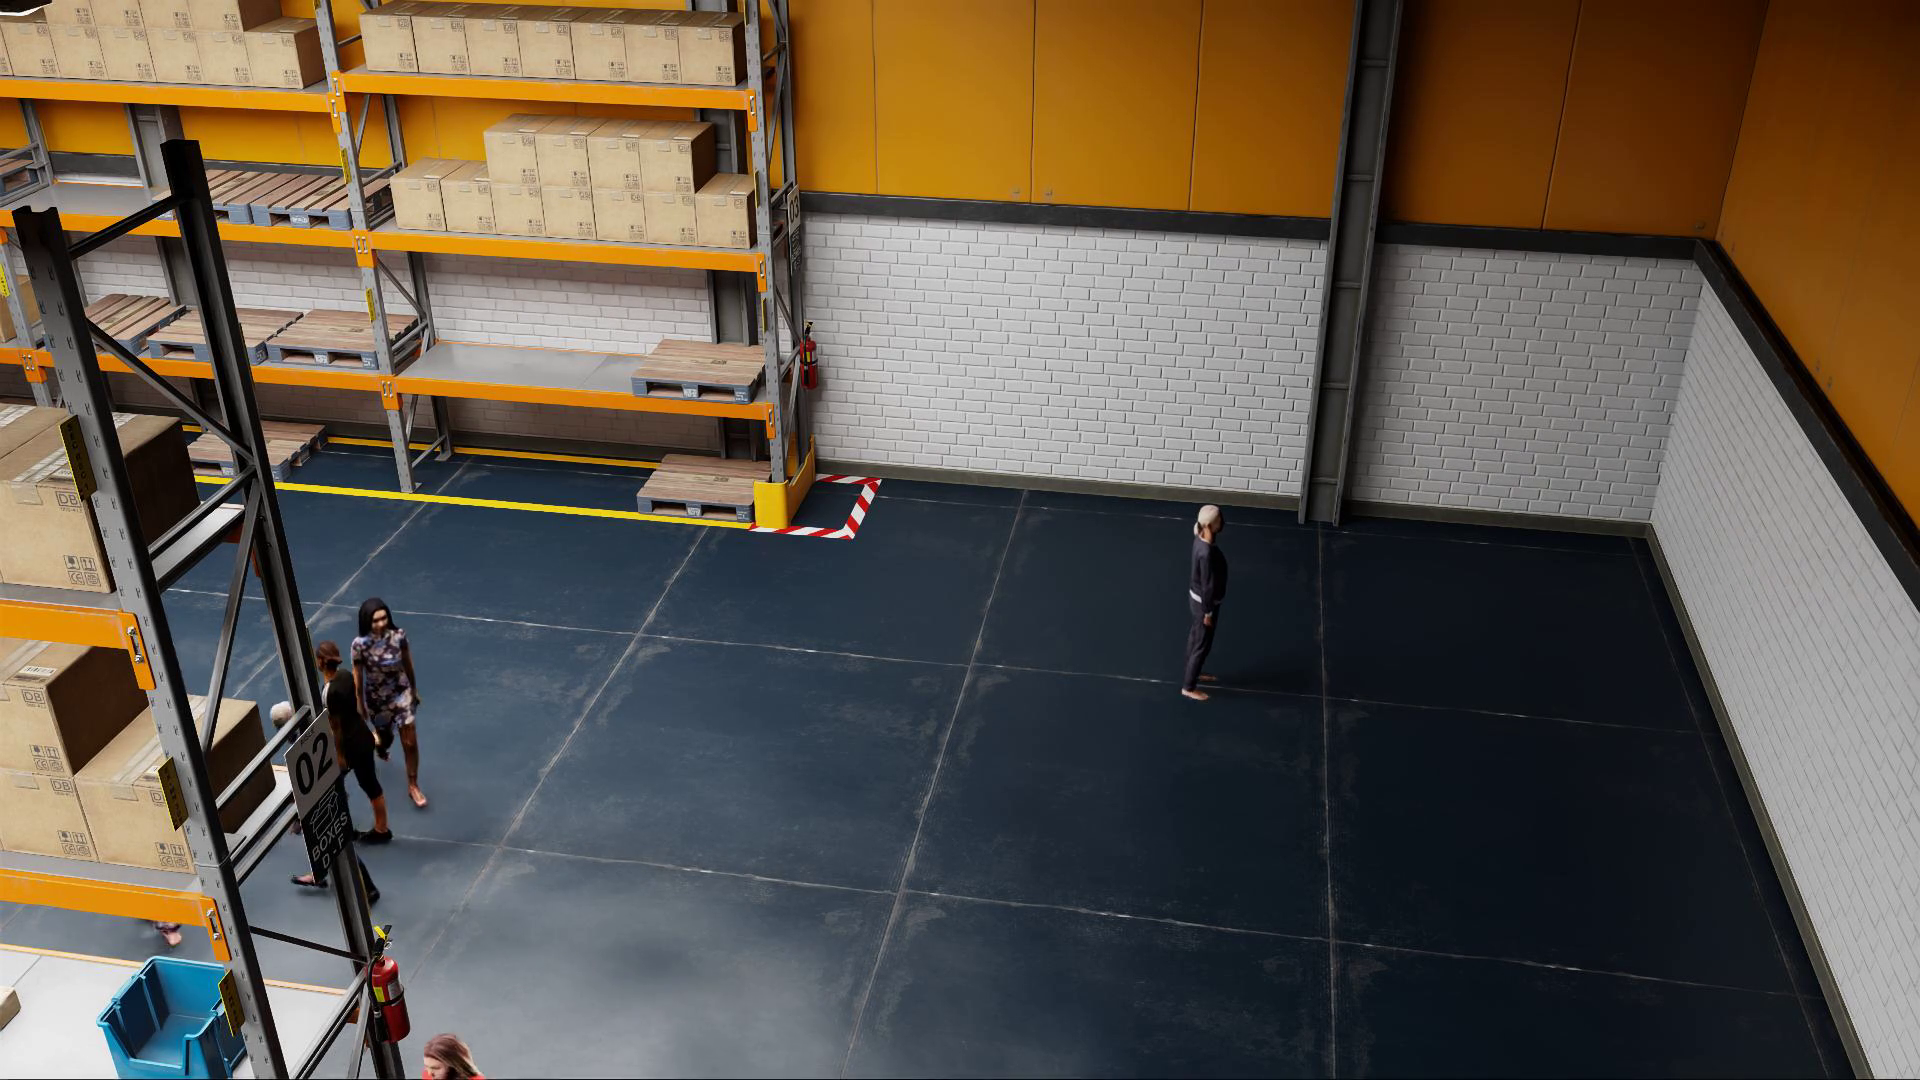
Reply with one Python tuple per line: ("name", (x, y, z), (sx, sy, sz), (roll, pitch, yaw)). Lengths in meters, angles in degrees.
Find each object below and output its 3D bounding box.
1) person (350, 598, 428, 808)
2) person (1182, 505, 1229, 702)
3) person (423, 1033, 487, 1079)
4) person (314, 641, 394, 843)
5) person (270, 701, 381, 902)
("person", (-4.282, 1.161, 12.422), (1.008, 1.708, 1.079), (-21, 35, -33))
("person", (1.993, 0.473, 13.652), (0.604, 1.737, 0.659), (0, 29, 0))
("person", (-2.524, 3.177, 8.771), (0.830, 1.664, 0.865), (7, 29, 13))
("person", (-4.293, 1.470, 11.917), (0.697, 1.648, 0.611), (2, 29, 4))
("person", (-4.228, 1.801, 11.265), (0.930, 1.693, 0.711), (3, 29, 5))
